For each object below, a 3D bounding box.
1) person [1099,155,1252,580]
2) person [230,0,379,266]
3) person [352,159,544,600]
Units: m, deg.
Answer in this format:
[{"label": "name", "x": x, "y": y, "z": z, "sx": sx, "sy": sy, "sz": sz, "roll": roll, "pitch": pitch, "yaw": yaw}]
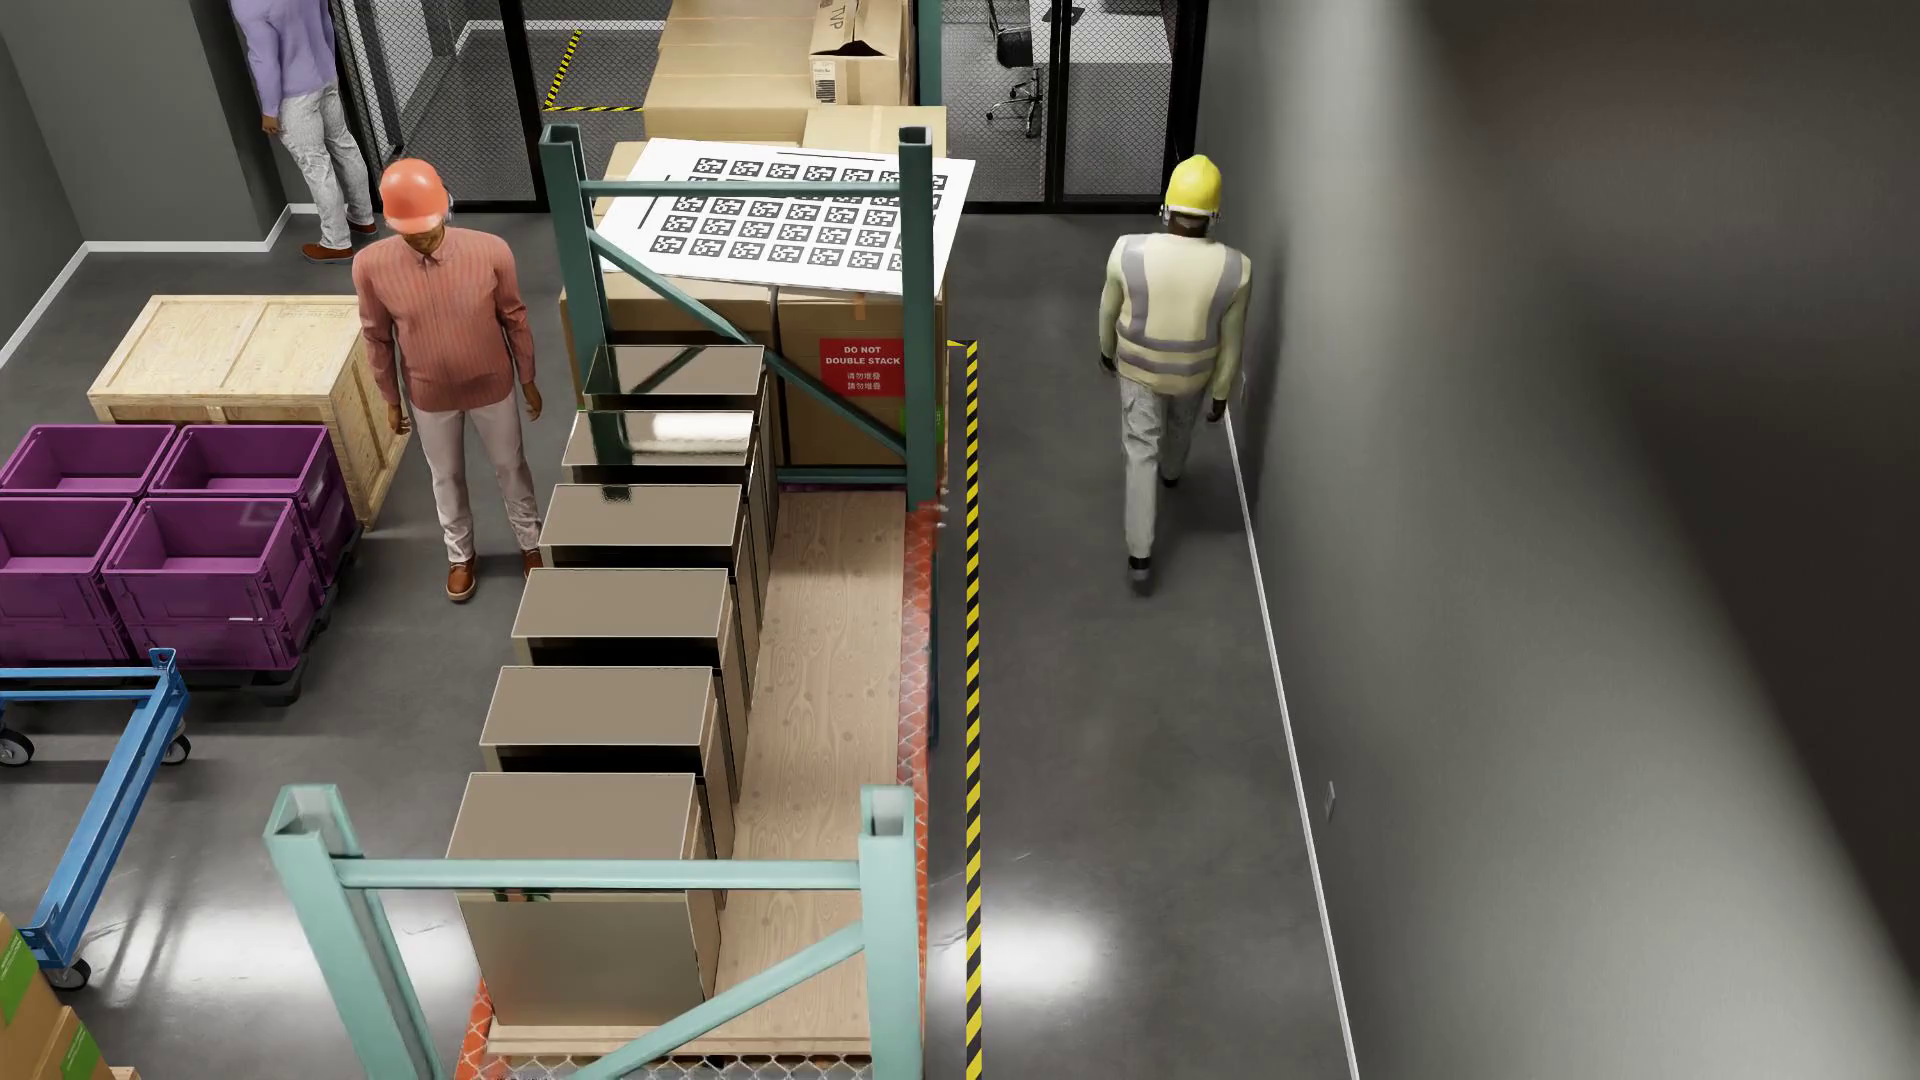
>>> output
[{"label": "person", "x": 0.856, "y": -0.718, "z": 6.829, "sx": 0.582, "sy": 1.784, "sz": 0.961, "roll": 2, "pitch": 41, "yaw": 2}, {"label": "person", "x": -3.398, "y": -2.338, "z": 8.559, "sx": 0.372, "sy": 1.940, "sz": 0.632, "roll": 11, "pitch": 42, "yaw": 12}, {"label": "person", "x": -1.964, "y": -0.599, "z": 6.530, "sx": 0.622, "sy": 1.990, "sz": 0.399, "roll": -9, "pitch": 42, "yaw": -11}]
